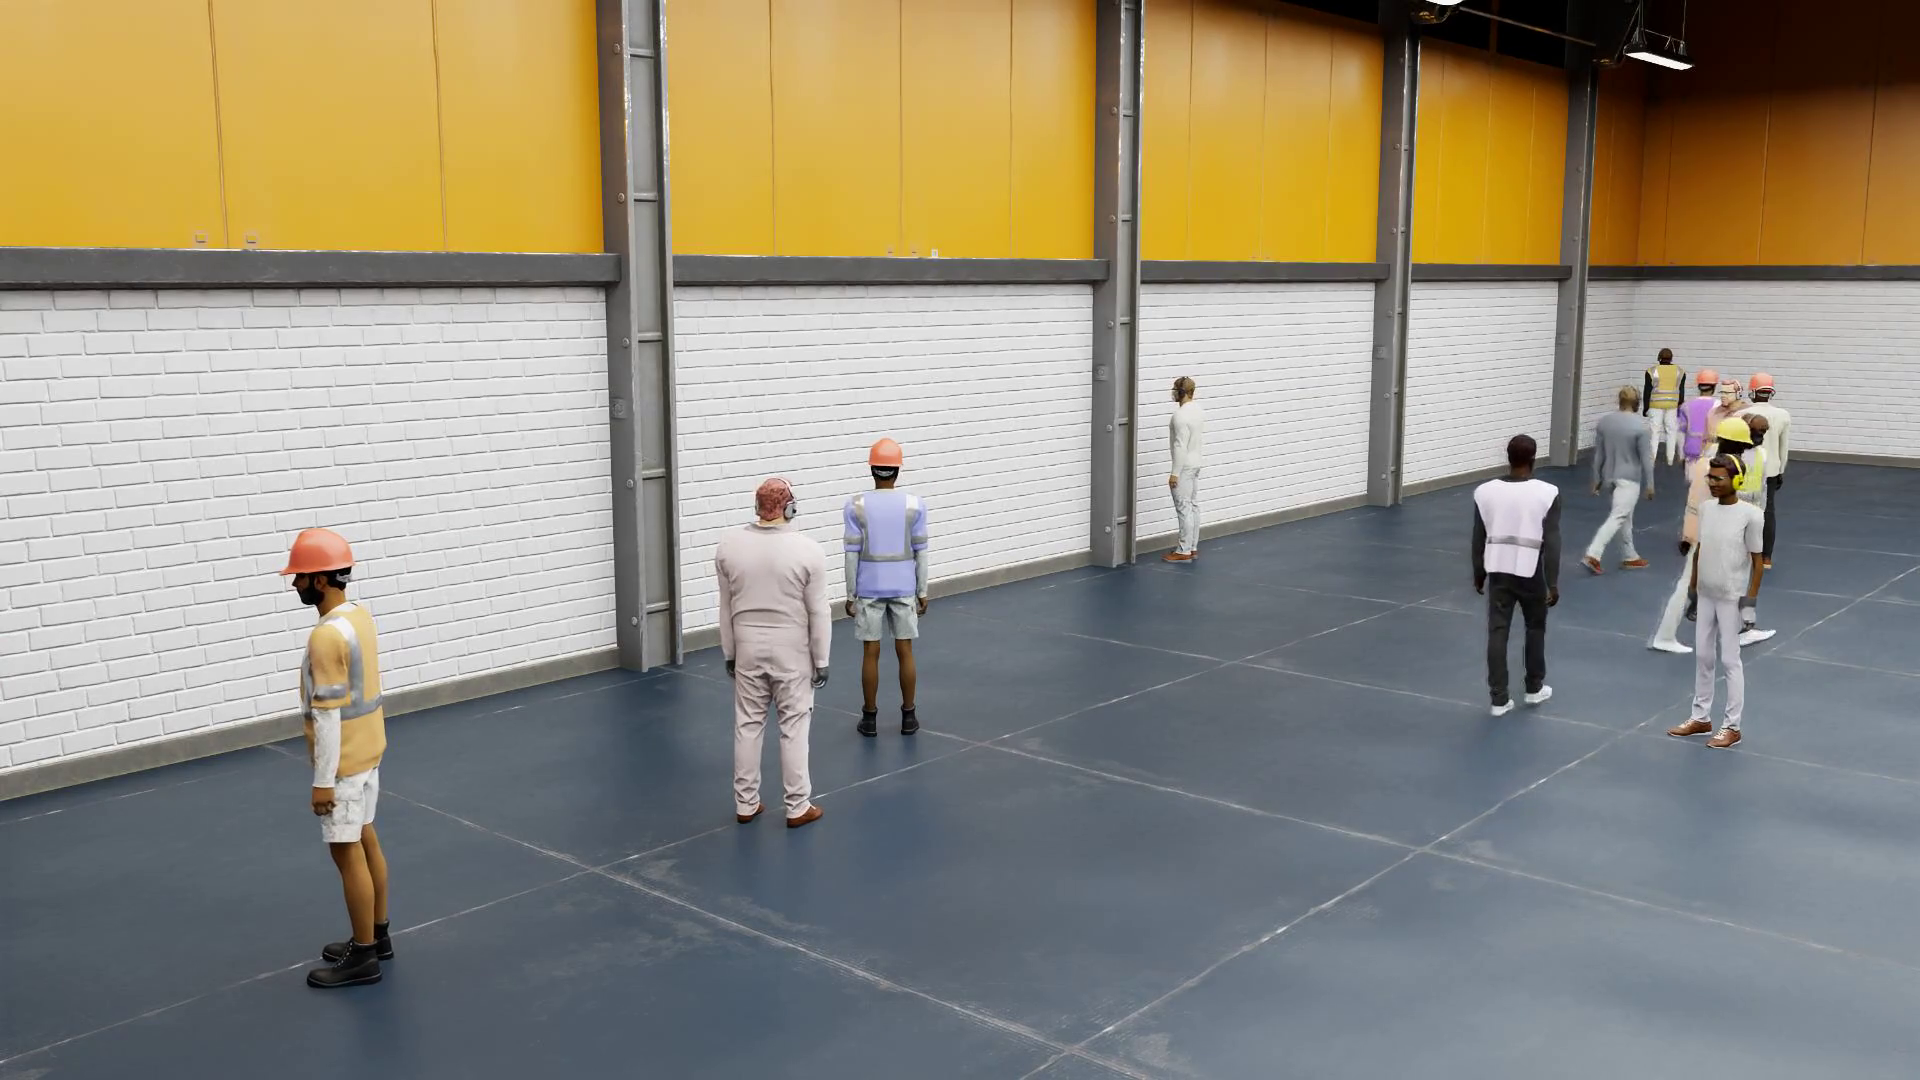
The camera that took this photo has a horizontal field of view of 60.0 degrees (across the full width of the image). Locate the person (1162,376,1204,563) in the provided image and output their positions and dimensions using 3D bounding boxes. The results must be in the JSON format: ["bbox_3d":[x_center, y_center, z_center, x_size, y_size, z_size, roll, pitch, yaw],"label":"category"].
[{"bbox_3d":[2.324,-0.731,17.268,0.370,1.939,0.631,4,10,24],"label":"person"}]

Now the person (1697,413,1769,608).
[{"bbox_3d":[6.651,-0.183,14.273,0.670,1.803,0.504,-4,10,-22],"label":"person"}]

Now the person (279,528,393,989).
[{"bbox_3d":[-2.623,0.909,7.001,0.383,1.932,0.541,-1,9,-7],"label":"person"}]

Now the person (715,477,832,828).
[{"bbox_3d":[-0.987,0.607,9.003,0.643,1.902,0.401,2,9,15],"label":"person"}]

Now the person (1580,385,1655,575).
[{"bbox_3d":[6.576,-0.603,16.595,0.992,1.902,0.641,-4,10,-25],"label":"person"}]

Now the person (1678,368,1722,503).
[{"bbox_3d":[8.452,-0.988,18.924,0.454,1.924,0.574,-9,13,-44],"label":"person"}]

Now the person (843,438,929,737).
[{"bbox_3d":[-0.478,0.309,10.742,0.552,1.937,0.356,-1,9,-7],"label":"person"}]

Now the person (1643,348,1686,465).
[{"bbox_3d":[10.996,-2.080,26.041,0.626,1.844,0.429,1,9,4],"label":"person"}]

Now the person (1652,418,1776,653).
[{"bbox_3d":[5.950,-0.018,12.996,0.994,1.866,0.603,1,9,7],"label":"person"}]

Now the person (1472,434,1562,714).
[{"bbox_3d":[3.859,0.217,11.445,0.633,1.890,0.830,6,11,35],"label":"person"}]

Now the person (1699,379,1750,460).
[{"bbox_3d":[7.964,-0.720,17.299,0.407,1.906,0.655,-6,11,-31],"label":"person"}]

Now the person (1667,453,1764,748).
[{"bbox_3d":[4.808,0.382,10.529,0.313,1.859,0.538,-4,10,-23],"label":"person"}]

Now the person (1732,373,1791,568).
[{"bbox_3d":[8.068,-0.695,16.864,0.612,1.995,0.382,-1,9,-4],"label":"person"}]
